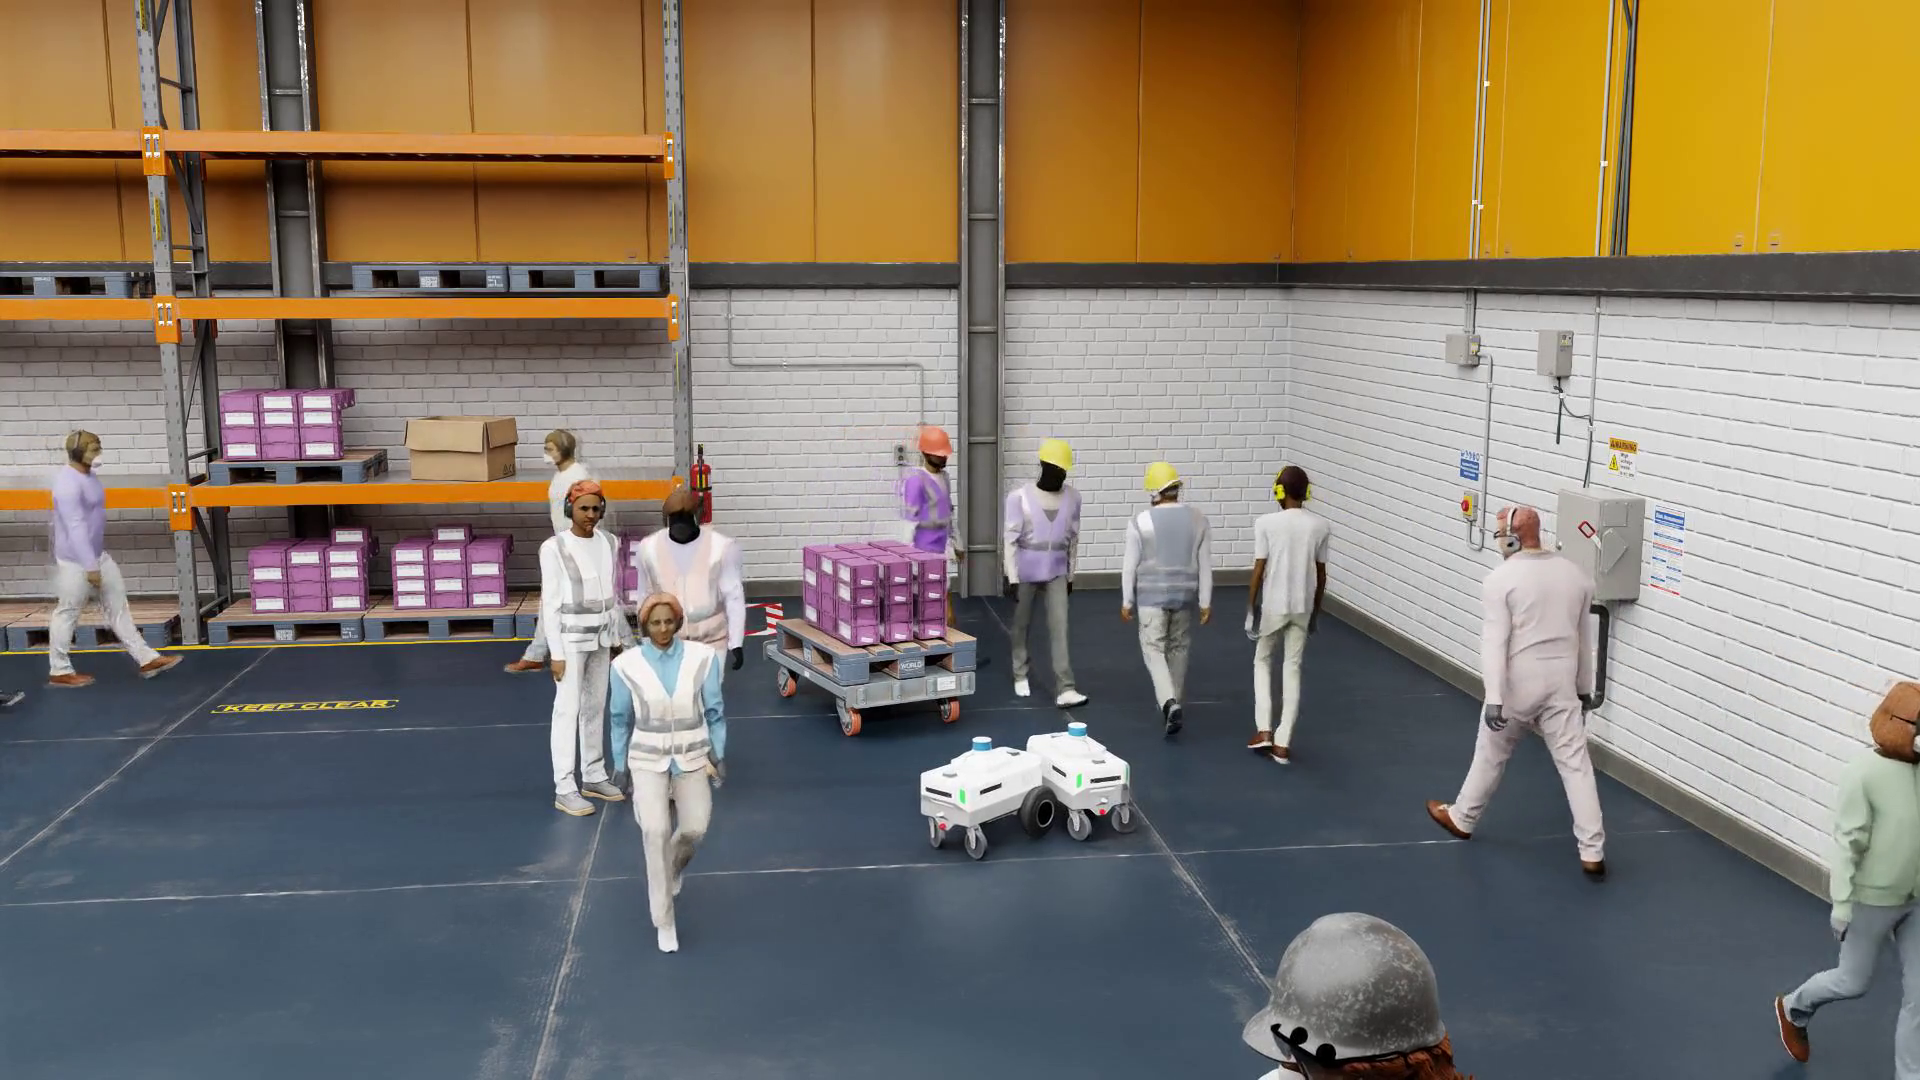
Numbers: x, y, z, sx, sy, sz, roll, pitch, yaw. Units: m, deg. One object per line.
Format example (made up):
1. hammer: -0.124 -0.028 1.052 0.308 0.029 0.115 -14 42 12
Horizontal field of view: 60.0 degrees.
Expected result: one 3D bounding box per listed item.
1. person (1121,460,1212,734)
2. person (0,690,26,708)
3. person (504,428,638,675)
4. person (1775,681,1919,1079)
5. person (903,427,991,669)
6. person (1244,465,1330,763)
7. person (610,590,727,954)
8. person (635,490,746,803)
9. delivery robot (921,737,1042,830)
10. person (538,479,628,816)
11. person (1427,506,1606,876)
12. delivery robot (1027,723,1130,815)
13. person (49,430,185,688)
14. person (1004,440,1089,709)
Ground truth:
1. person: 1.388 0.376 11.027 0.601 1.807 0.781 -2 9 -13
2. person: -6.917 0.362 11.169 0.943 1.778 0.619 -3 10 -18
3. person: -2.909 0.086 12.612 1.032 1.884 0.633 -5 10 -28
4. person: 3.324 1.274 6.027 0.507 1.604 0.734 -2 9 -12
5. person: -0.228 0.053 12.811 0.980 1.879 0.631 4 10 22
6. person: 2.027 0.463 10.395 0.549 1.822 0.527 -1 9 -5
7. person: -1.344 1.007 7.634 0.518 1.619 0.657 -3 10 -19
8. person: -1.576 0.590 9.736 0.635 1.793 0.936 -1 9 -5
9. delivery robot: 0.115 1.295 8.870 0.477 0.478 0.707 8 12 40
10. person: -2.121 0.592 9.419 0.362 1.883 0.575 5 11 30
11. person: 2.957 0.754 8.591 0.717 1.832 1.046 -3 10 -18
12. delivery robot: 0.645 1.250 9.151 0.477 0.478 0.707 -4 10 -21
13. person: -6.253 0.146 12.146 0.966 1.894 0.663 -2 9 -10
14. person: 0.595 0.239 11.635 0.615 1.862 0.951 -3 10 -17
